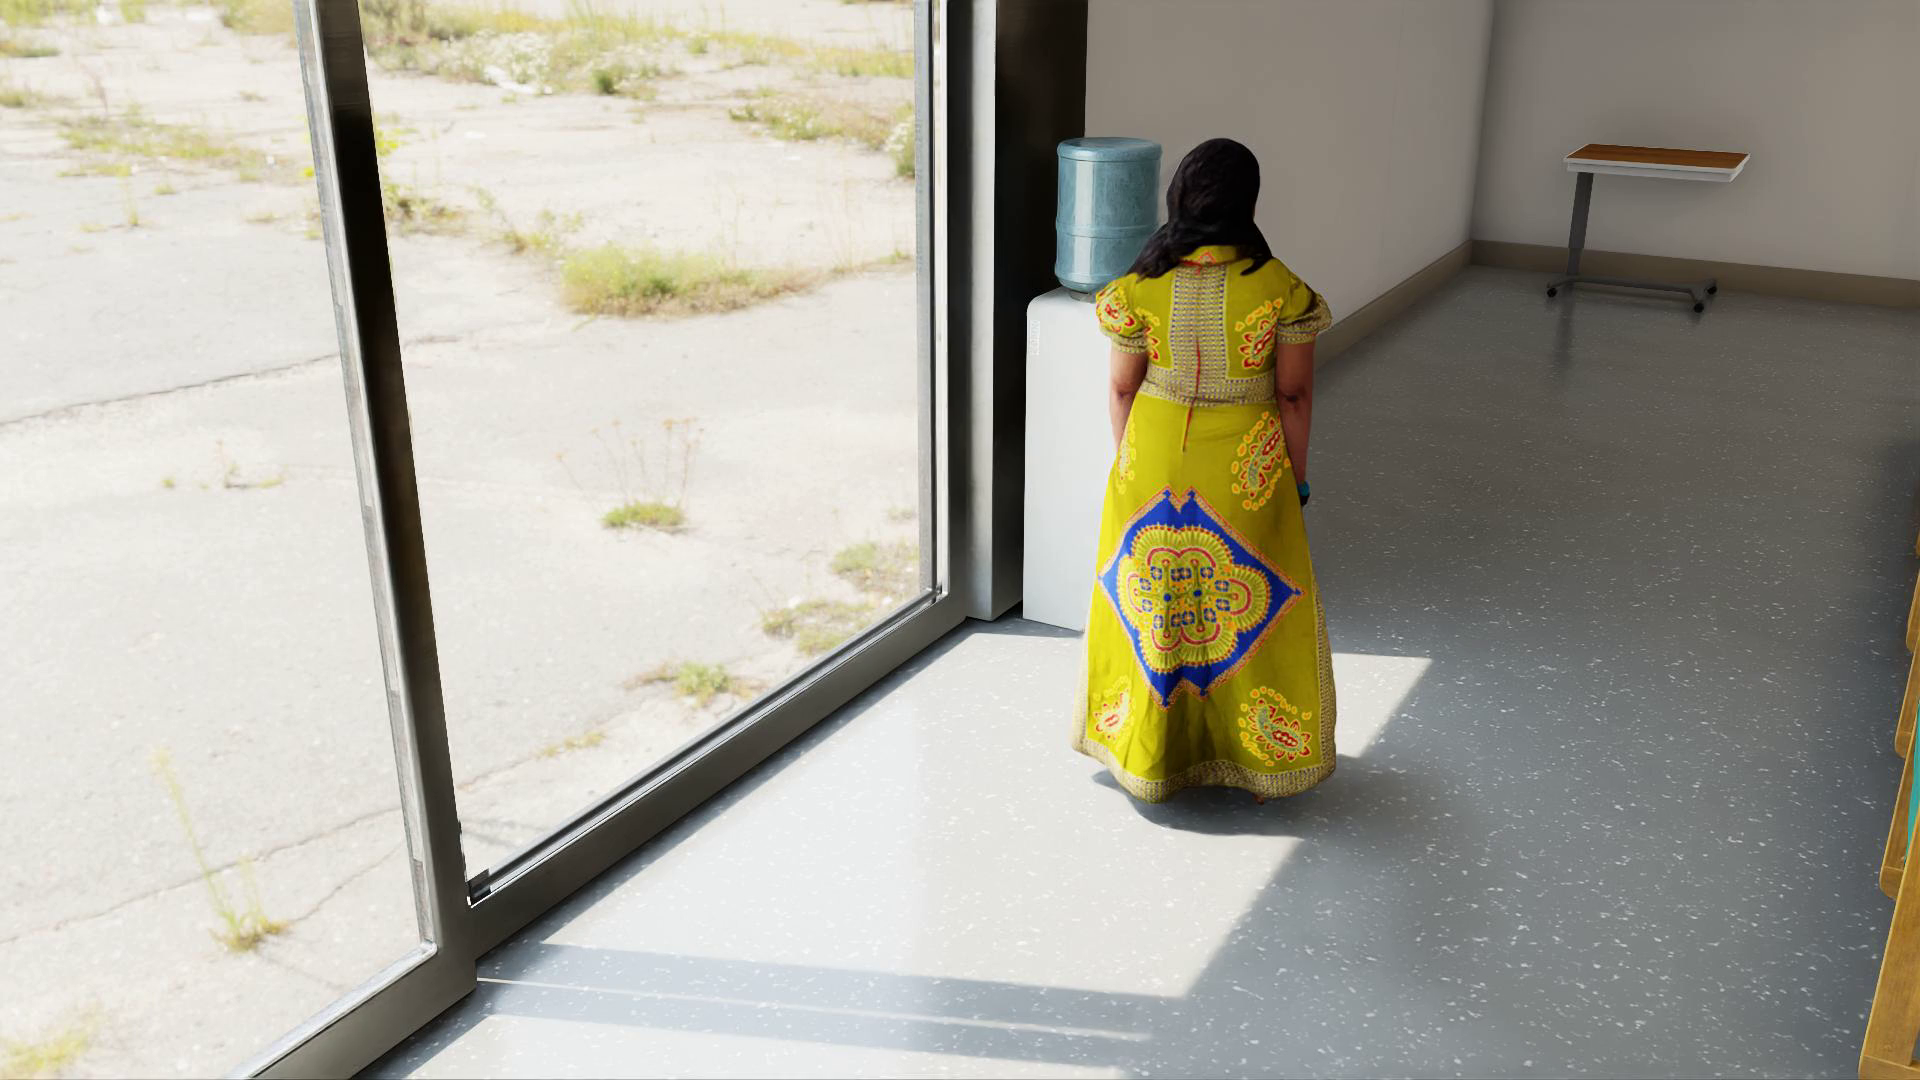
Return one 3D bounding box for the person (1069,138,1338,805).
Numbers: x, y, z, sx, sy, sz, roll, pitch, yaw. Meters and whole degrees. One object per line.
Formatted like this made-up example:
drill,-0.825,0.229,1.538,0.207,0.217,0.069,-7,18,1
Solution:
person,0.559,-0.107,3.936,0.887,1.657,1.026,4,21,10
